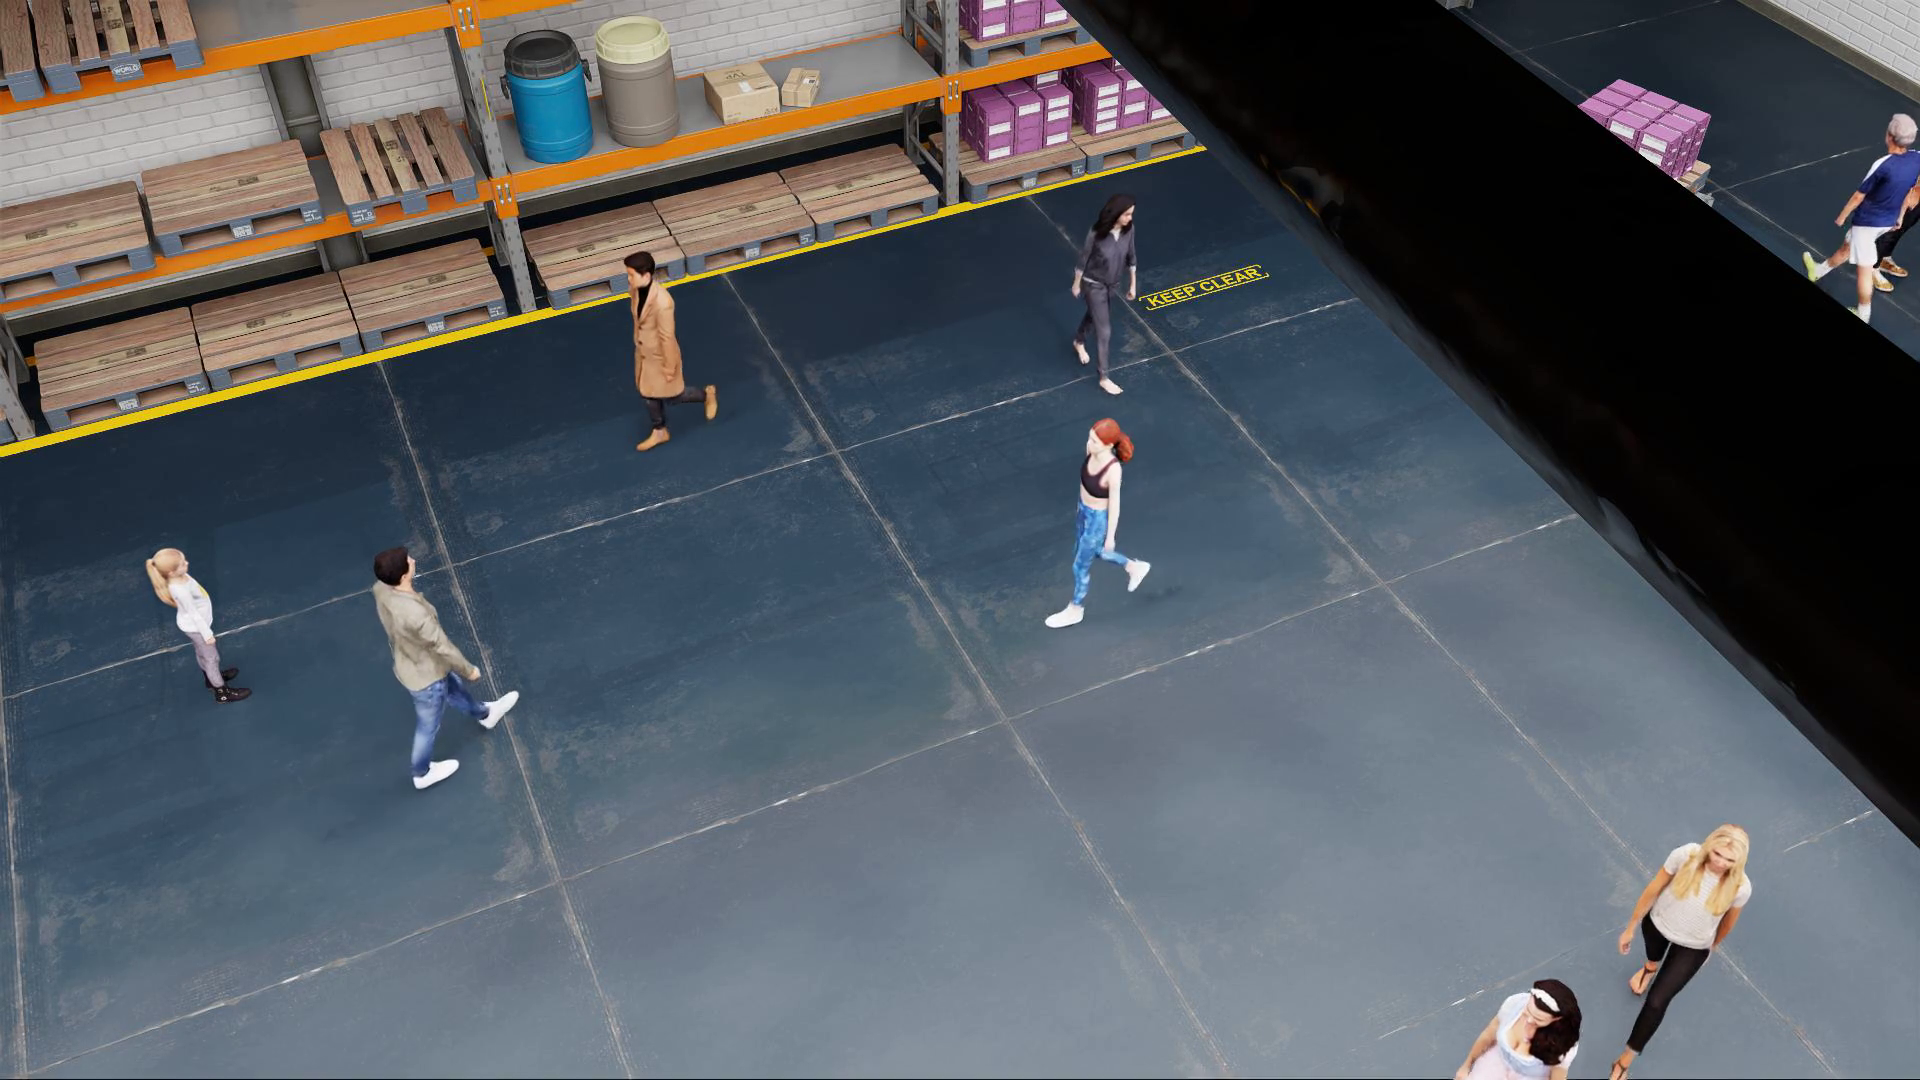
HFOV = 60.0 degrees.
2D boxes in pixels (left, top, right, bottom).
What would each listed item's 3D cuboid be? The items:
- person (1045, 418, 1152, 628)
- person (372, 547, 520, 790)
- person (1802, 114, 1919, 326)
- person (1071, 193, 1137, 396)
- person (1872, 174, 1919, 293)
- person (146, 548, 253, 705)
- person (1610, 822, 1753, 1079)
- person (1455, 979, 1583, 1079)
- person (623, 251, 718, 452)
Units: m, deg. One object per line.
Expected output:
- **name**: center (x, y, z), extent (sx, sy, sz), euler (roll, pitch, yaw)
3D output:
- **person**: center (0.967, -0.130, 11.058), extent (1.027, 1.769, 0.647), euler (-13, 45, -14)
- **person**: center (-3.305, 0.830, 10.008), extent (1.169, 1.827, 0.898), euler (-30, 51, -28)
- **person**: center (7.519, -2.535, 13.586), extent (1.085, 1.765, 0.726), euler (-15, 46, -15)
- **person**: center (1.057, -2.043, 13.100), extent (0.964, 1.723, 0.737), euler (-18, 46, -18)
- **person**: center (8.107, -3.006, 13.987), extent (0.600, 1.893, 0.779), euler (-33, 53, -30)
- **person**: center (-4.930, 0.536, 10.716), extent (0.539, 1.278, 0.533), euler (-28, 50, -26)
- **person**: center (3.802, 2.012, 8.807), extent (0.975, 1.773, 1.263), euler (28, 50, 26)
- **person**: center (2.765, 2.622, 8.147), extent (0.800, 1.801, 0.690), euler (-22, 48, -21)
- **person**: center (-2.195, -1.434, 12.475), extent (1.050, 1.704, 0.853), euler (-34, 53, -31)
